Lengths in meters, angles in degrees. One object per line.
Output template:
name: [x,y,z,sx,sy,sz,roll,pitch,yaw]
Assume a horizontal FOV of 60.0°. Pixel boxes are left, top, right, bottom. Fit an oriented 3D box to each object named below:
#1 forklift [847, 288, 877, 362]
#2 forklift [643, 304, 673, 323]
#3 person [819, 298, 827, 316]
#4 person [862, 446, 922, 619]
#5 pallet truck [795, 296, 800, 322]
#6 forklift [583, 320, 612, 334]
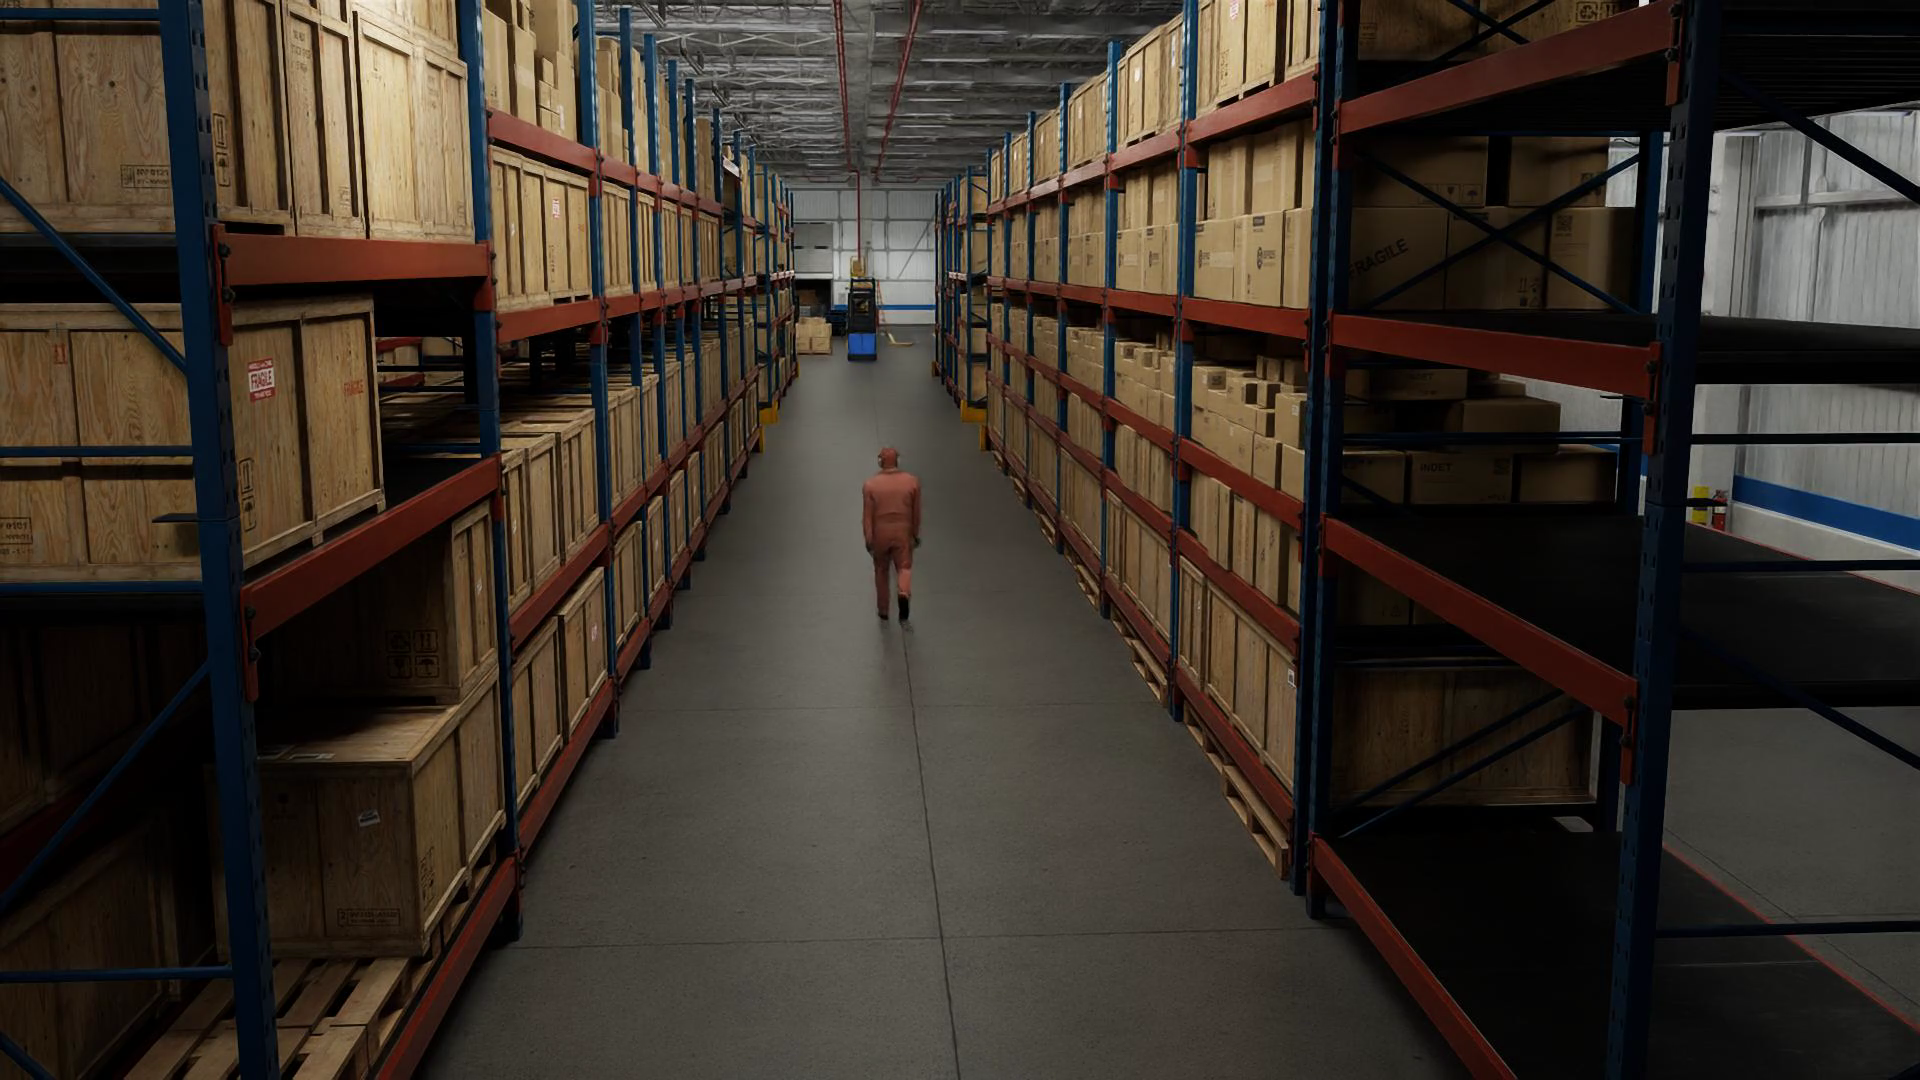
forklift: [-3.784,-8.312,64.119,1.129,2.768,1.873,-1,10,-4]
forklift: [-9.237,-6.134,51.108,1.129,2.768,1.873,-5,11,-28]
person: [-7.238,-11.792,87.757,0.588,1.924,0.649,-6,11,-33]
person: [-0.723,-0.058,17.774,0.654,1.887,0.588,-1,10,-7]
pallet truck: [-8.622,-12.439,91.403,1.885,1.965,0.823,2,10,13]
forklift: [-9.220,-4.730,42.724,1.129,2.768,1.873,-1,10,-4]
